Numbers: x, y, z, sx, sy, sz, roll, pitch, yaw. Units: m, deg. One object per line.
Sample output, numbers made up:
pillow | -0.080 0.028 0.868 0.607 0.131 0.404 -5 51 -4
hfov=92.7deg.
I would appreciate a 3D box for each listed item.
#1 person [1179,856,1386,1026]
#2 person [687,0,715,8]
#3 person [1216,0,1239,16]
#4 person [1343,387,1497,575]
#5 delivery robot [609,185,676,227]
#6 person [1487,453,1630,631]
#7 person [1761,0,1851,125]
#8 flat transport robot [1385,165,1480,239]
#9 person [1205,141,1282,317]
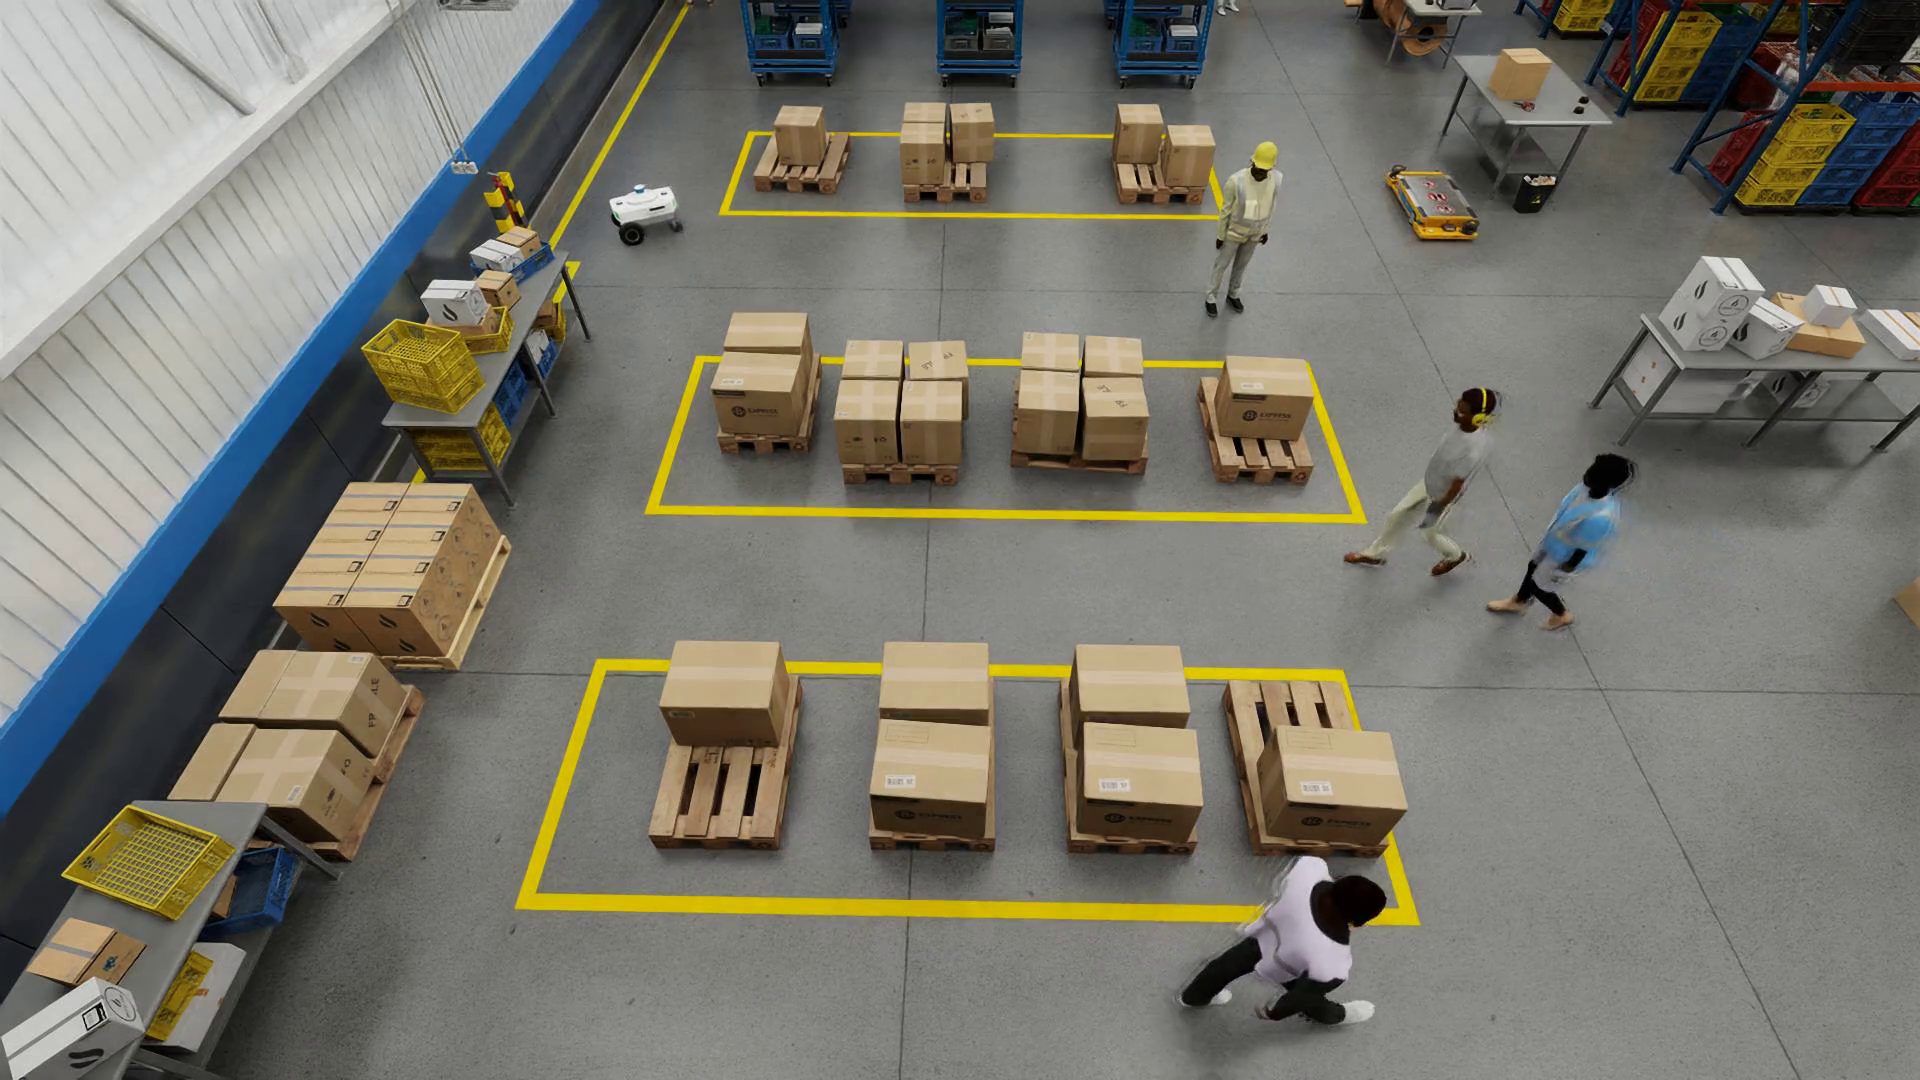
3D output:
person | 1.776 2.093 4.661 1.057 1.857 0.596 -4 49 -3
person | -4.393 -9.762 14.843 0.616 1.983 0.422 -5 49 -4
person | 4.470 -9.394 14.745 0.514 1.642 0.310 -26 54 -20
person | 3.592 -0.364 6.802 0.828 1.843 0.537 1 49 1
delivery robot | -3.659 -3.863 10.612 0.707 0.478 0.477 -20 52 -17
person | 4.360 0.065 6.523 0.462 1.685 0.560 13 50 11
person | 10.663 -5.851 11.555 0.904 1.825 0.584 -36 58 -27
flat transport robot | 5.692 -4.094 11.059 0.652 0.197 1.431 1 49 1
person | 2.844 -3.094 9.171 0.591 1.828 0.404 -11 50 -9
